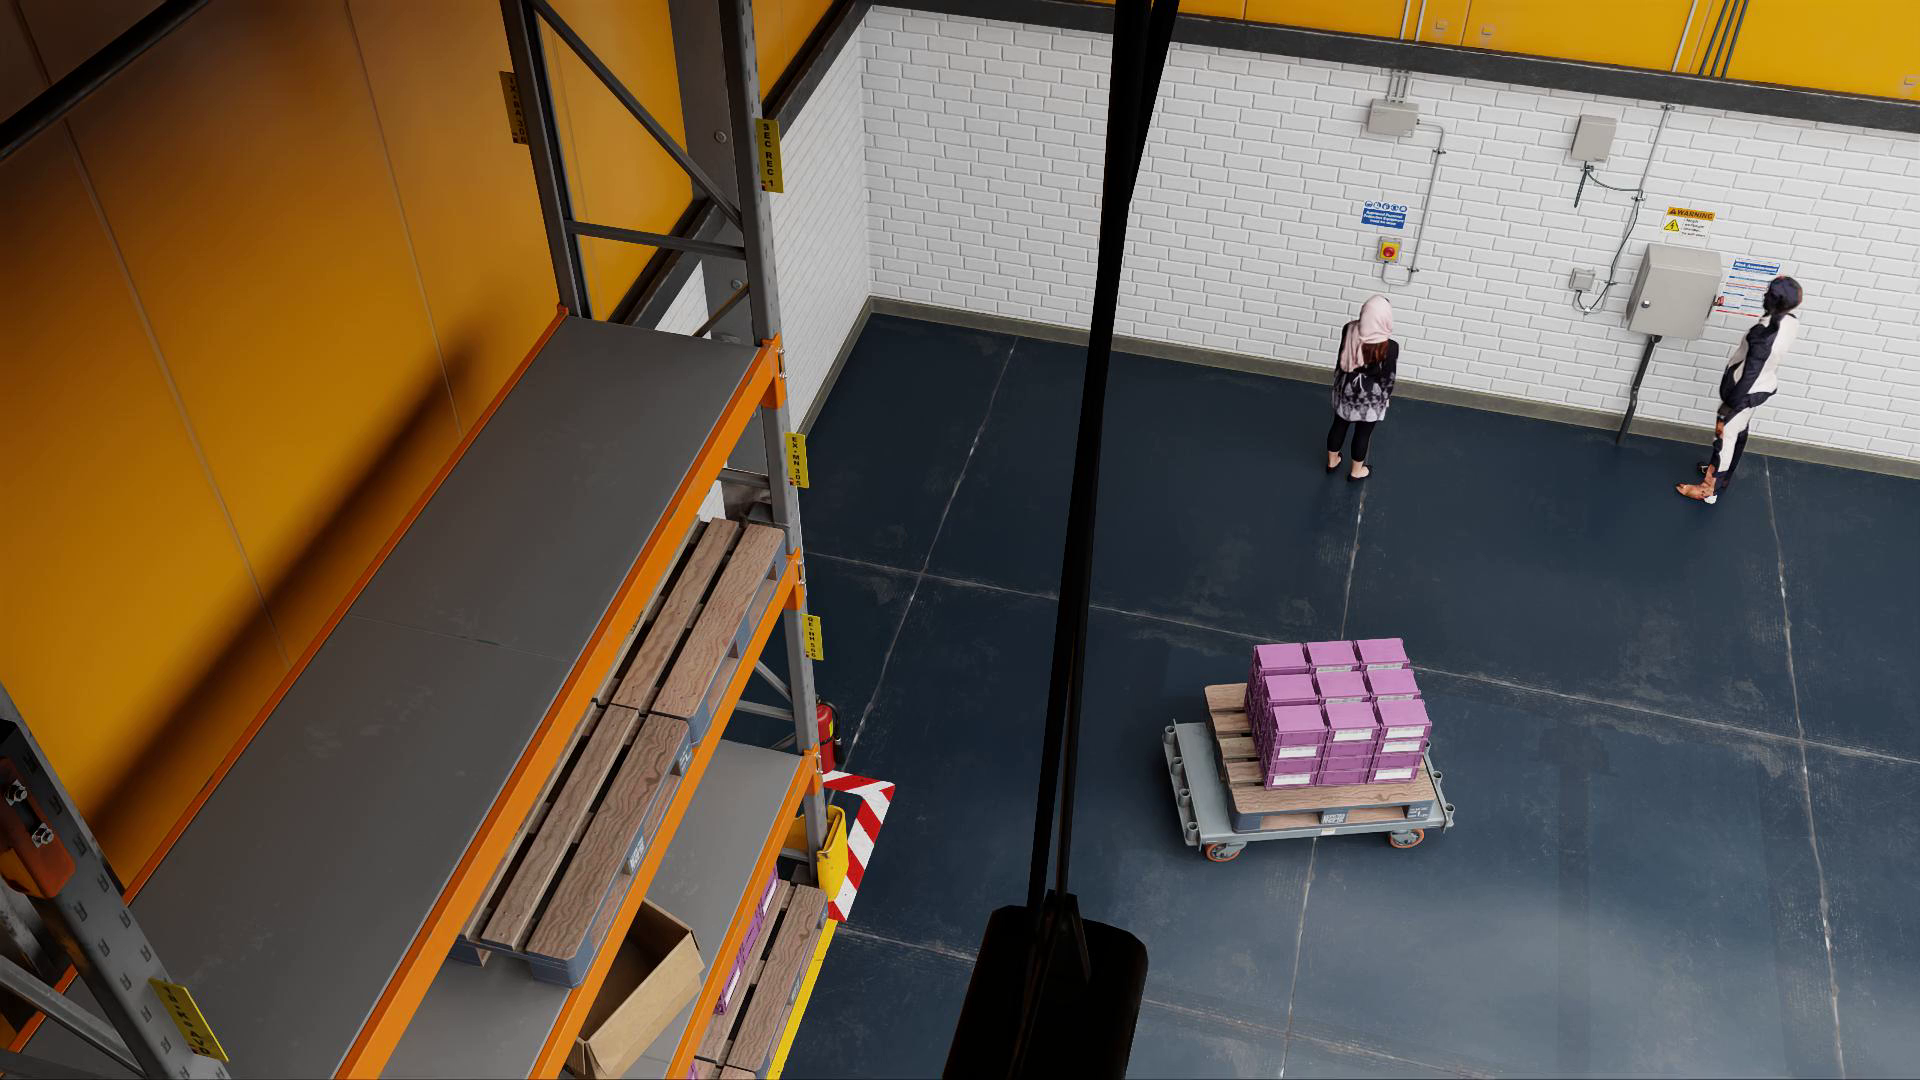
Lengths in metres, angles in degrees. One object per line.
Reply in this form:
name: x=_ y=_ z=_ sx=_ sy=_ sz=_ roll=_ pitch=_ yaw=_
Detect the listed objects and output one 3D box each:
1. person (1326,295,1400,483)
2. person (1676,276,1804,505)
person: x=2.956 y=-1.117 z=12.263 sx=0.724 sy=1.638 sz=0.746 roll=28 pitch=50 yaw=27
person: x=5.688 y=-1.079 z=12.040 sx=0.714 sy=1.891 sz=0.842 roll=-34 pitch=53 yaw=-31
